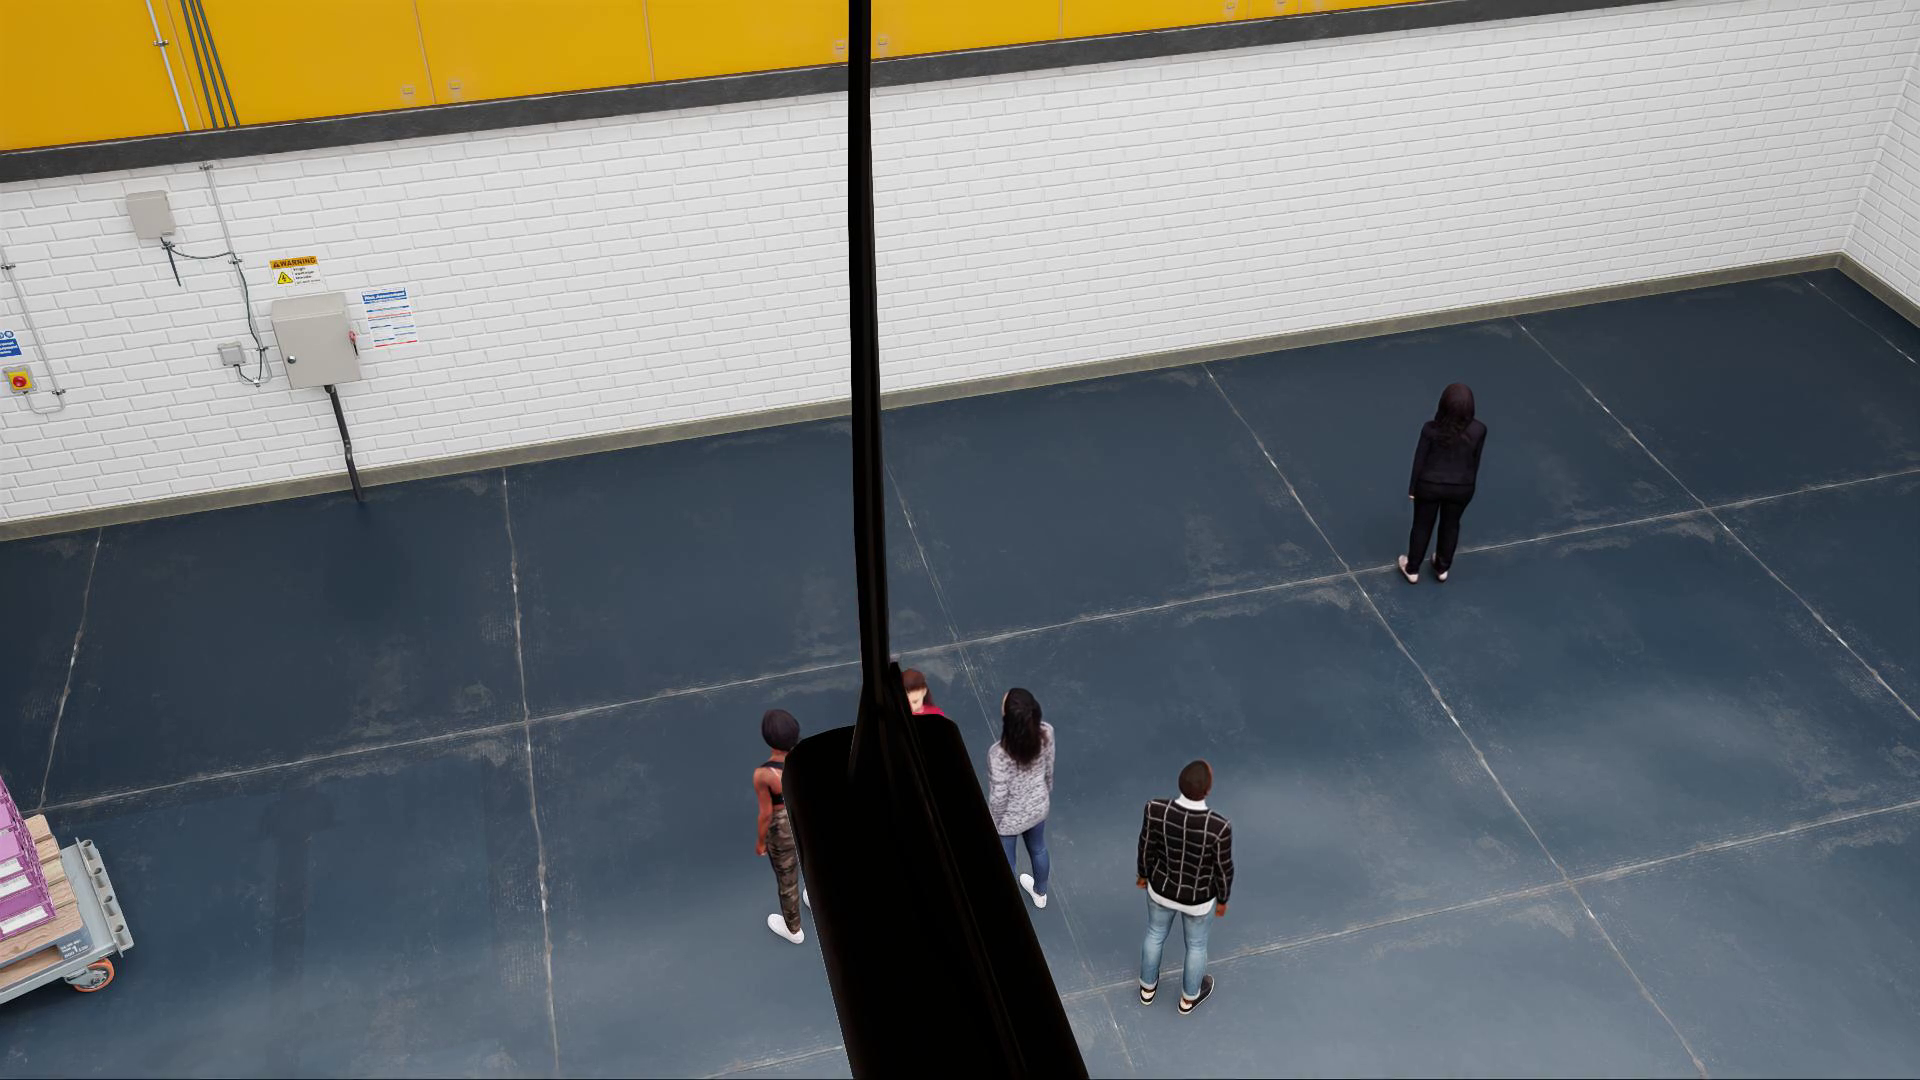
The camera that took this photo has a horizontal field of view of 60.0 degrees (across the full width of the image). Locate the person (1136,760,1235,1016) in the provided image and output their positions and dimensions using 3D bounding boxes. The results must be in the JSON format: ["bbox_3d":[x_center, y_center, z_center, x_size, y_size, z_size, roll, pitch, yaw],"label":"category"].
[{"bbox_3d":[1.168,1.838,8.778,0.745,1.821,0.772,15,41,18],"label":"person"}]

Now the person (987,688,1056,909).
[{"bbox_3d":[0.324,1.491,9.283,0.690,1.732,0.657,-26,45,-29],"label":"person"}]

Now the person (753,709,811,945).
[{"bbox_3d":[-0.940,1.578,9.200,0.657,1.699,0.662,-30,48,-32],"label":"person"}]

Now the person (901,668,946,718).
[{"bbox_3d":[-0.232,1.273,9.736,0.675,1.508,1.107,-2,39,-3],"label":"person"}]

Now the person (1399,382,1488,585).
[{"bbox_3d":[3.417,-0.386,11.728,0.693,1.614,0.700,-1,39,-1],"label":"person"}]
